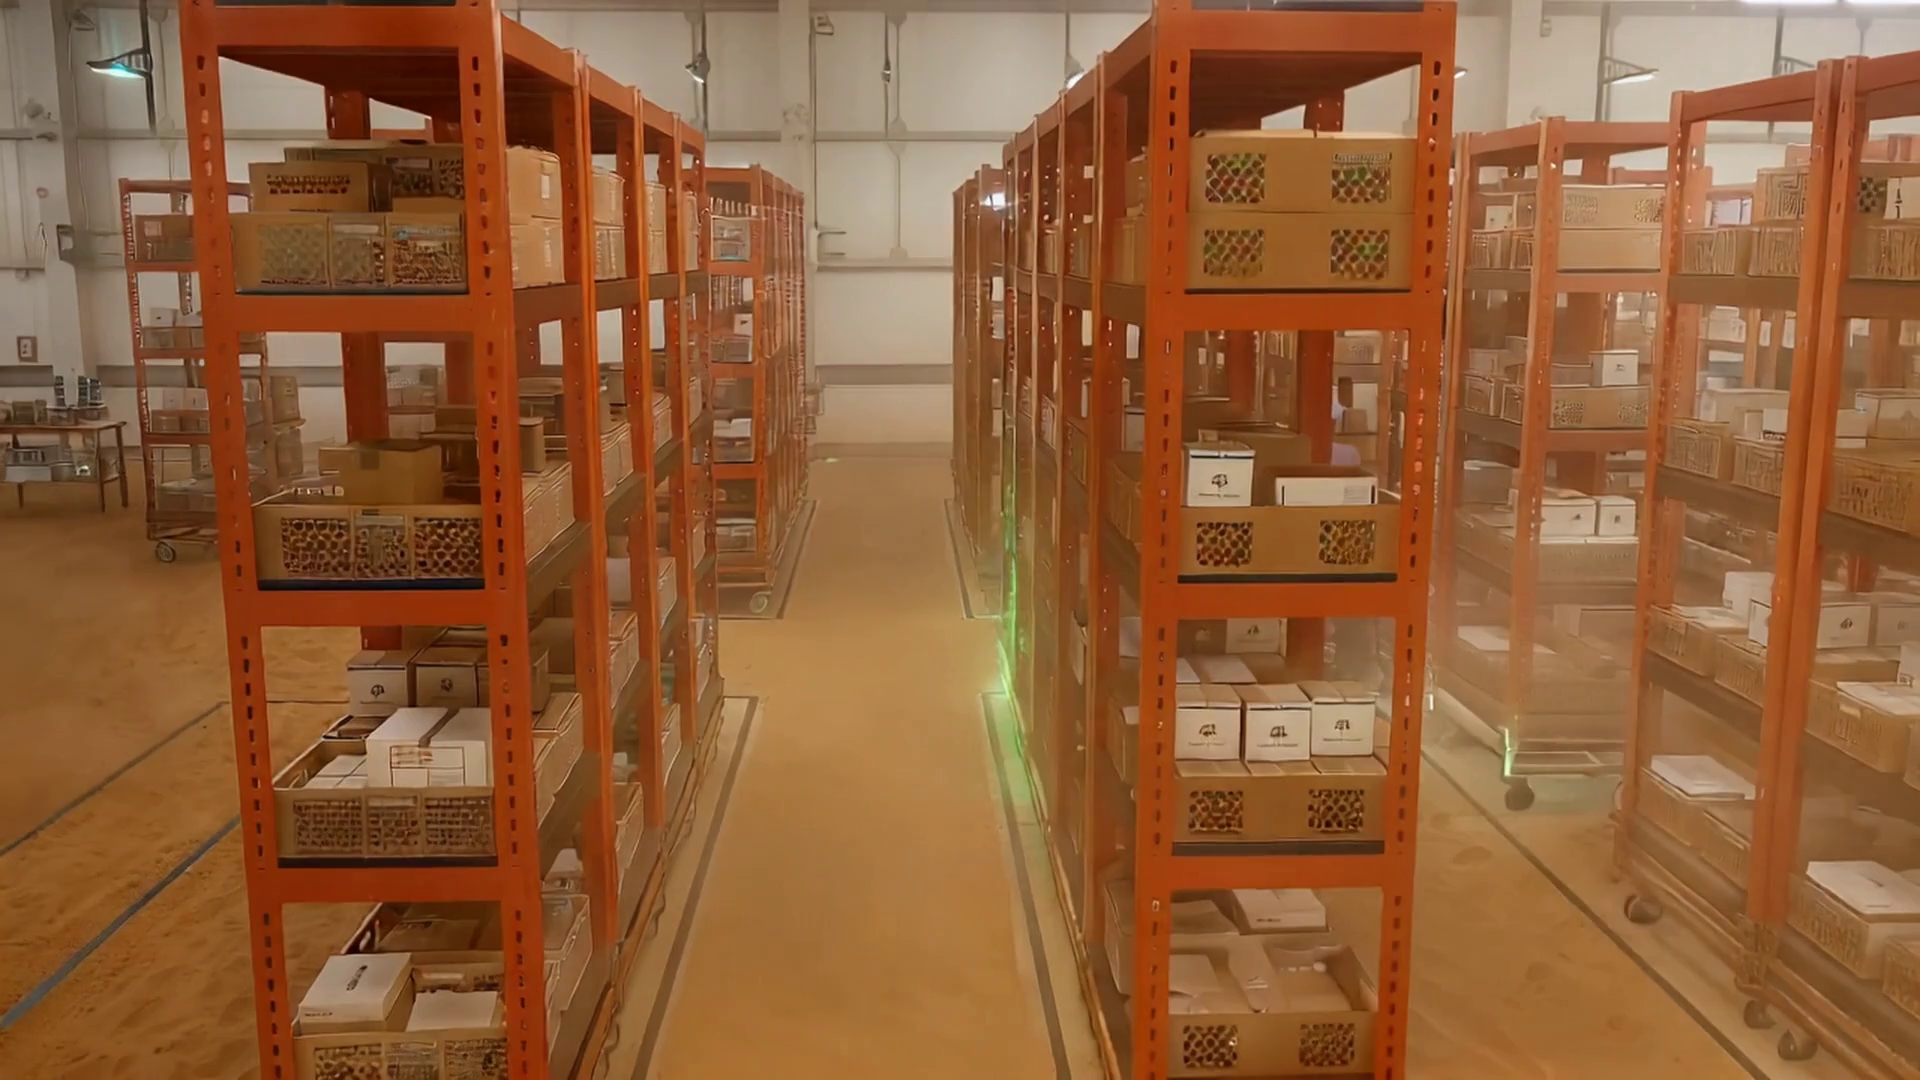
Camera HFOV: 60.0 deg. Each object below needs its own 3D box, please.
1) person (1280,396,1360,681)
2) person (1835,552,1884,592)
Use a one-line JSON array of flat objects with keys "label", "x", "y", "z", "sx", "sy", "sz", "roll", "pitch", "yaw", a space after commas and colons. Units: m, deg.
[{"label": "person", "x": 2.435, "y": -0.010, "z": 11.363, "sx": 0.618, "sy": 1.997, "sz": 0.373, "roll": -2, "pitch": 10, "yaw": -10}, {"label": "person", "x": 6.698, "y": -0.084, "z": 12.251, "sx": 0.589, "sy": 1.833, "sz": 0.404, "roll": -4, "pitch": 11, "yaw": -24}]
